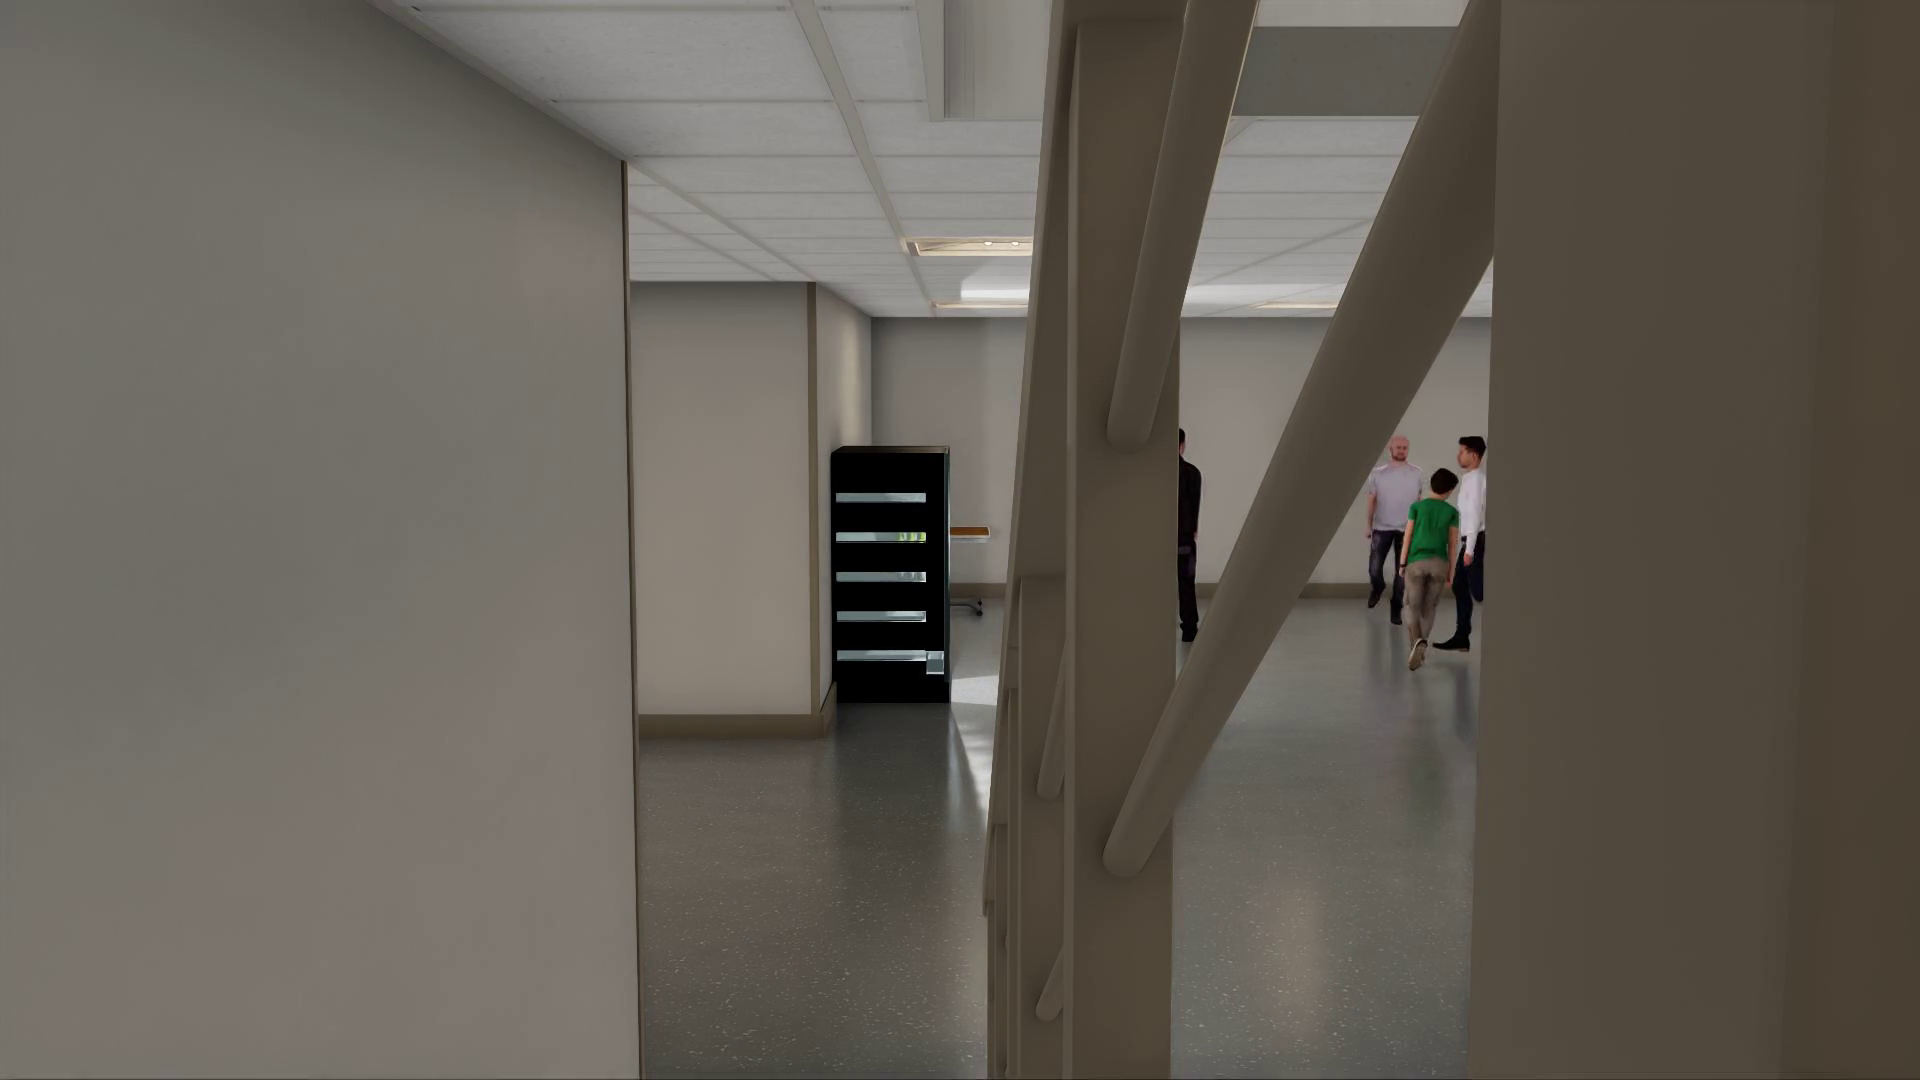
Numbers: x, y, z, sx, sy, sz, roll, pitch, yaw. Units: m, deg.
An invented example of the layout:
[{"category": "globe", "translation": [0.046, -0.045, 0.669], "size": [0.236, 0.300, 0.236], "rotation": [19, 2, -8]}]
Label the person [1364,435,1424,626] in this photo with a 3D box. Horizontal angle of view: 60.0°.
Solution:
[{"category": "person", "translation": [4.198, -0.105, 16.066], "size": [0.864, 1.798, 1.194], "rotation": [2, 6, 17]}]

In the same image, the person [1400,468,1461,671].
[{"category": "person", "translation": [3.764, 0.255, 13.386], "size": [0.747, 1.619, 1.056], "rotation": [1, 6, 7]}]
